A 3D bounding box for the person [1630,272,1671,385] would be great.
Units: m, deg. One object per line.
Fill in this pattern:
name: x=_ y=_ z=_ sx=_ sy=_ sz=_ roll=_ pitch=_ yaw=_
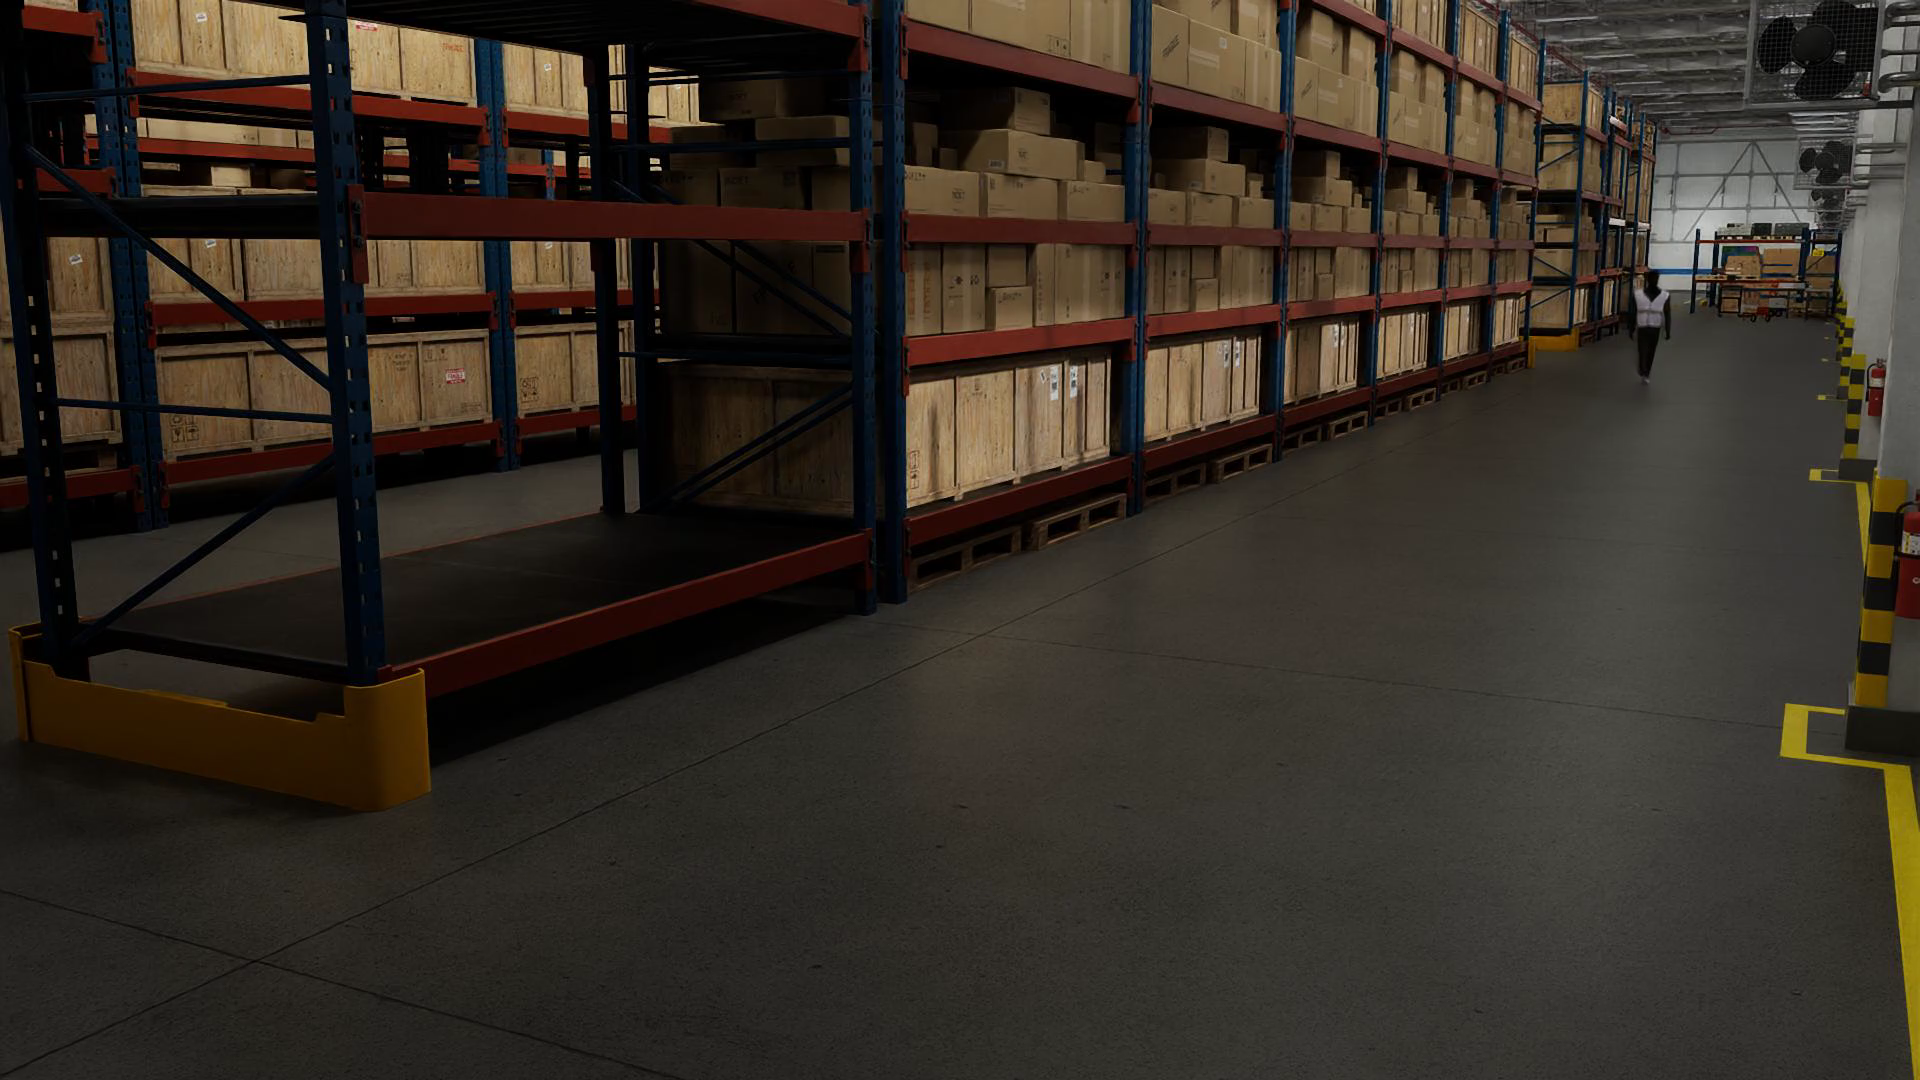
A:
person: x=11.481 y=-3.522 z=27.682 sx=0.609 sy=1.871 sz=1.024 roll=3 pitch=10 yaw=16
